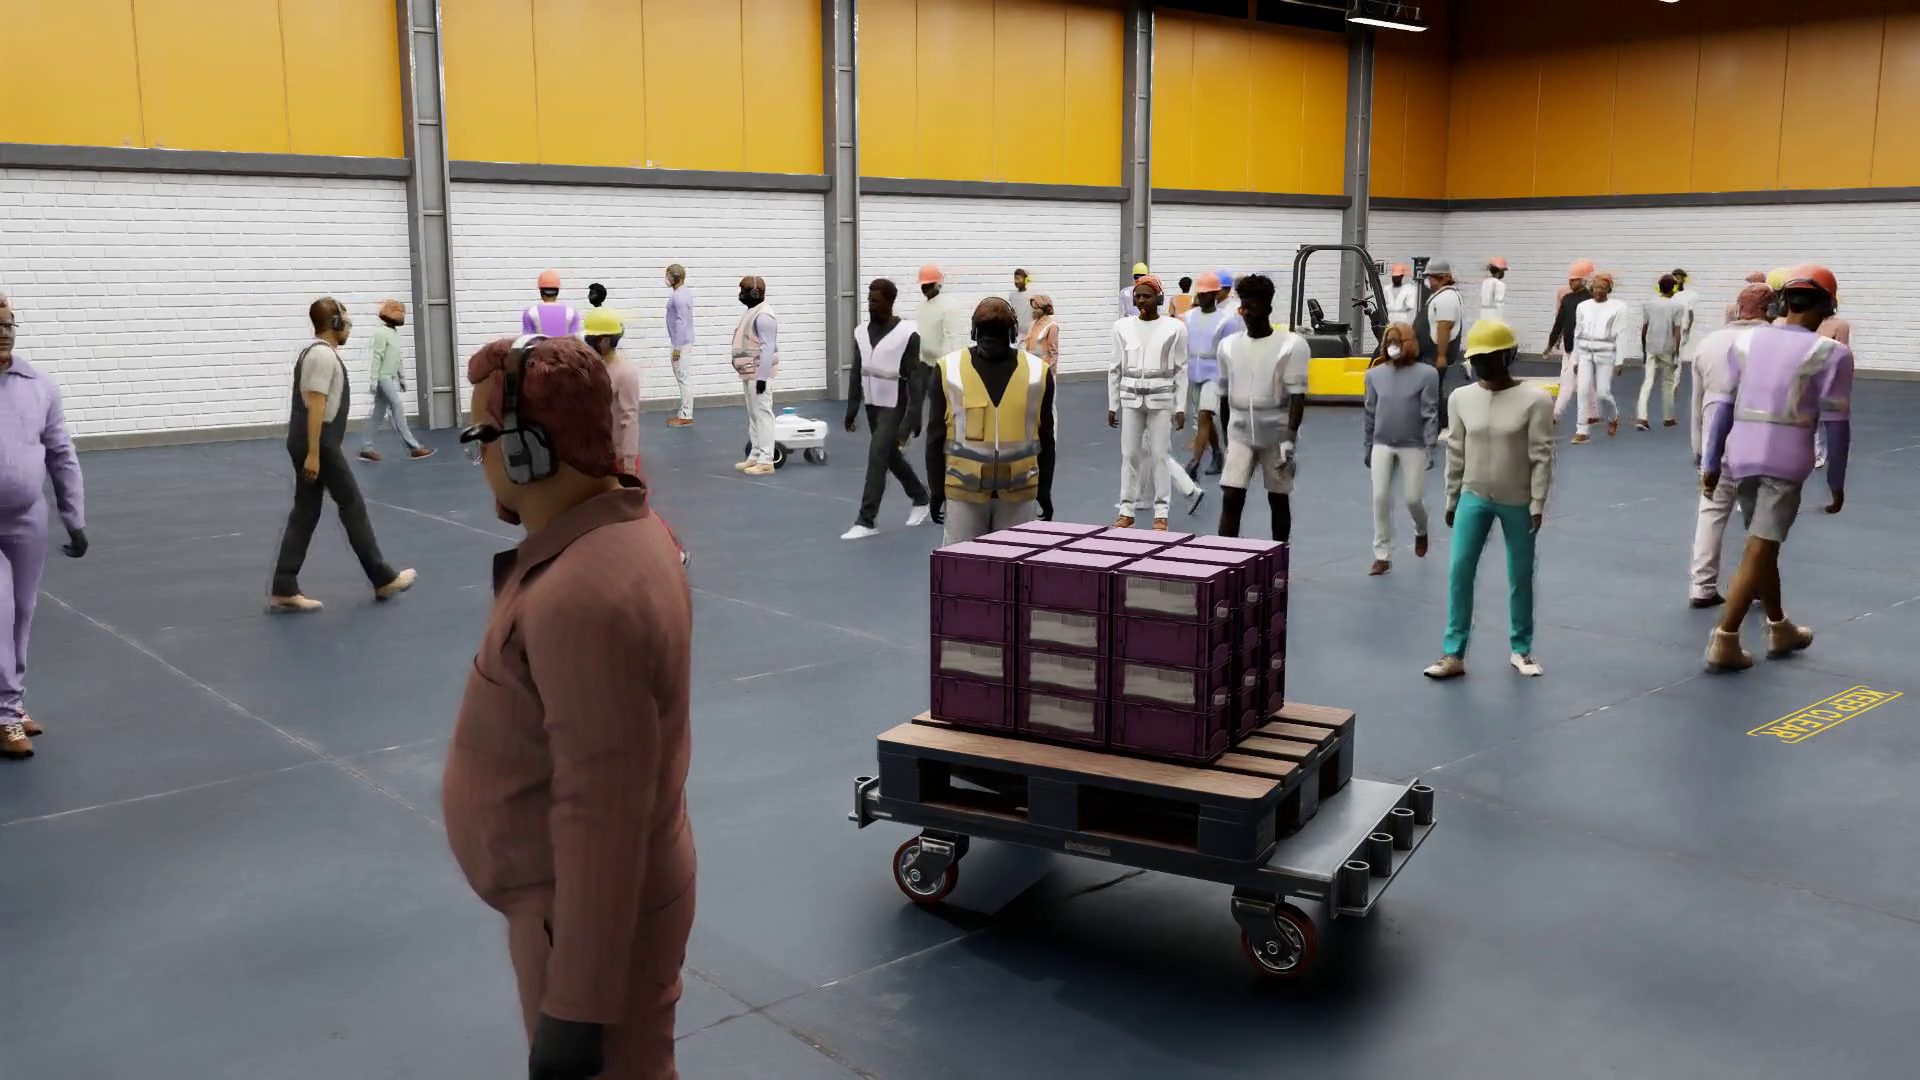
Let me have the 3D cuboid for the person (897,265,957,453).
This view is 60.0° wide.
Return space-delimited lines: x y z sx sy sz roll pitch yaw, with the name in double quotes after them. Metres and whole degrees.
-0.307 -1.832 16.987 1.048 1.925 0.629 -9 13 -41 "person"

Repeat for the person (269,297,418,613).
-3.580 -0.488 9.548 0.905 1.781 0.591 -7 12 -35 "person"

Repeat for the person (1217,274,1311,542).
1.745 -0.600 9.819 0.611 1.910 0.974 5 11 29 "person"

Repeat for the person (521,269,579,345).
-3.953 -1.672 16.154 0.549 1.907 0.913 -5 11 -26 "person"

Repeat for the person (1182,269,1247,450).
2.793 -1.901 17.546 1.037 1.896 0.600 -5 11 -27 "person"

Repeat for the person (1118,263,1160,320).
2.509 -2.922 23.377 0.594 1.924 0.382 0 10 -2 "person"

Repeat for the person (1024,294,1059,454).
0.835 -1.683 16.977 0.308 1.638 0.511 -5 11 -28 "person"

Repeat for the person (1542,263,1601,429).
7.212 -2.277 19.575 1.042 1.935 0.633 -2 10 -13 "person"

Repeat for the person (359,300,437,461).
-5.595 -1.566 16.419 0.826 1.580 0.550 -1 10 -4 "person"

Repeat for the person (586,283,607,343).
-4.382 -2.264 20.192 0.315 1.698 0.541 -4 11 -24 "person"

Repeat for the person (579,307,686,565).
-2.024 -0.521 9.893 0.533 1.733 0.849 9 13 42 "person"

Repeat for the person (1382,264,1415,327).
6.871 -3.396 26.258 0.571 1.884 0.973 5 11 29 "person"

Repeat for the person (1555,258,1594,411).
8.065 -2.661 21.654 0.613 1.994 0.381 5 11 28 "person"

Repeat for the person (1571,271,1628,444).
6.928 -1.971 17.999 0.679 1.864 0.588 -9 14 -44 "person"

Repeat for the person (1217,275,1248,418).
3.469 -2.432 20.907 0.968 1.805 0.562 -3 10 -16 "person"

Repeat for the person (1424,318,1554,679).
2.568 -0.185 7.941 0.536 1.729 0.602 7 12 35 "person"

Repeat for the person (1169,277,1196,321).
3.633 -3.403 26.893 0.539 1.690 0.319 4 10 21 "person"

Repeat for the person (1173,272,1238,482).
2.233 -1.478 15.078 0.563 1.891 1.018 8 12 39 "person"

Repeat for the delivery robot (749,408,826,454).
-1.657 -1.035 16.068 0.707 0.478 0.477 -5 11 -25 "delivery robot"

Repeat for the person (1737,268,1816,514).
6.328 -1.145 12.965 0.592 1.930 0.356 7 12 37 "person"

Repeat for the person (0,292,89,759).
-3.901 -0.069 6.808 0.765 1.877 0.673 6 11 32 "person"

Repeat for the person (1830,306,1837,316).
9.212 -1.829 17.838 0.279 1.633 0.505 7 12 37 "person"

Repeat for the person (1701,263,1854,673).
4.042 -0.348 8.141 0.944 1.977 0.629 -5 11 -29 "person"

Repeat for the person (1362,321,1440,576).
2.832 -0.597 10.654 0.505 1.619 0.578 6 11 31 "person"

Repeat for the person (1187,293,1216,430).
2.816 -2.114 19.198 0.494 1.722 0.468 0 10 1 "person"

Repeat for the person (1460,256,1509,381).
8.260 -3.421 26.032 0.666 2.017 0.620 -3 10 -16 "person"

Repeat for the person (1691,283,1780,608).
4.516 -0.535 9.585 0.681 1.865 0.657 -7 12 -37 "person"

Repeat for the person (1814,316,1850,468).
8.098 -1.531 15.749 0.392 1.750 0.542 -5 11 -29 "person"

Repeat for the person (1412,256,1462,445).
5.046 -2.012 17.716 0.536 2.000 0.703 2 10 11 "person"

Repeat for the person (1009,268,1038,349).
0.885 -2.883 23.403 0.539 1.849 0.617 6 11 30 "person"

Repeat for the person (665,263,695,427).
-3.337 -2.312 19.776 0.373 1.940 0.629 -1 10 -7 "person"

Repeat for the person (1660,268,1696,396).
10.288 -2.974 23.937 0.501 1.847 0.414 8 12 39 "person"

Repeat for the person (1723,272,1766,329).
9.059 -2.133 19.024 0.664 1.845 1.007 5 11 26 "person"

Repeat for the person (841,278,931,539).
-0.521 -0.980 12.196 0.600 1.885 0.996 9 13 43 "person"

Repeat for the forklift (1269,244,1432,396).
5.256 -2.933 22.661 2.313 2.155 1.214 3 10 16 "forklift"

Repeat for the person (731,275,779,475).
-1.911 -1.533 15.499 0.430 1.845 0.619 -3 10 -19 "person"

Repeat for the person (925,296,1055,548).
0.148 -0.221 7.833 0.619 1.838 0.430 -1 10 -6 "person"

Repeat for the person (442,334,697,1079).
-0.625 0.622 2.710 0.399 1.902 0.642 -1 10 -8 "person"

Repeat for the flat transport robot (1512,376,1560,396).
8.487 -2.252 24.297 0.652 0.197 1.431 2 10 11 "flat transport robot"

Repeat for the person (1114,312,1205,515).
1.576 -0.991 13.034 0.769 1.609 0.531 5 11 29 "person"

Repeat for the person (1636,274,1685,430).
8.185 -2.190 19.463 0.522 1.816 0.979 8 13 41 "person"

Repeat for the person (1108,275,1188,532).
1.362 -0.980 12.134 0.585 1.882 0.340 4 10 20 "person"
